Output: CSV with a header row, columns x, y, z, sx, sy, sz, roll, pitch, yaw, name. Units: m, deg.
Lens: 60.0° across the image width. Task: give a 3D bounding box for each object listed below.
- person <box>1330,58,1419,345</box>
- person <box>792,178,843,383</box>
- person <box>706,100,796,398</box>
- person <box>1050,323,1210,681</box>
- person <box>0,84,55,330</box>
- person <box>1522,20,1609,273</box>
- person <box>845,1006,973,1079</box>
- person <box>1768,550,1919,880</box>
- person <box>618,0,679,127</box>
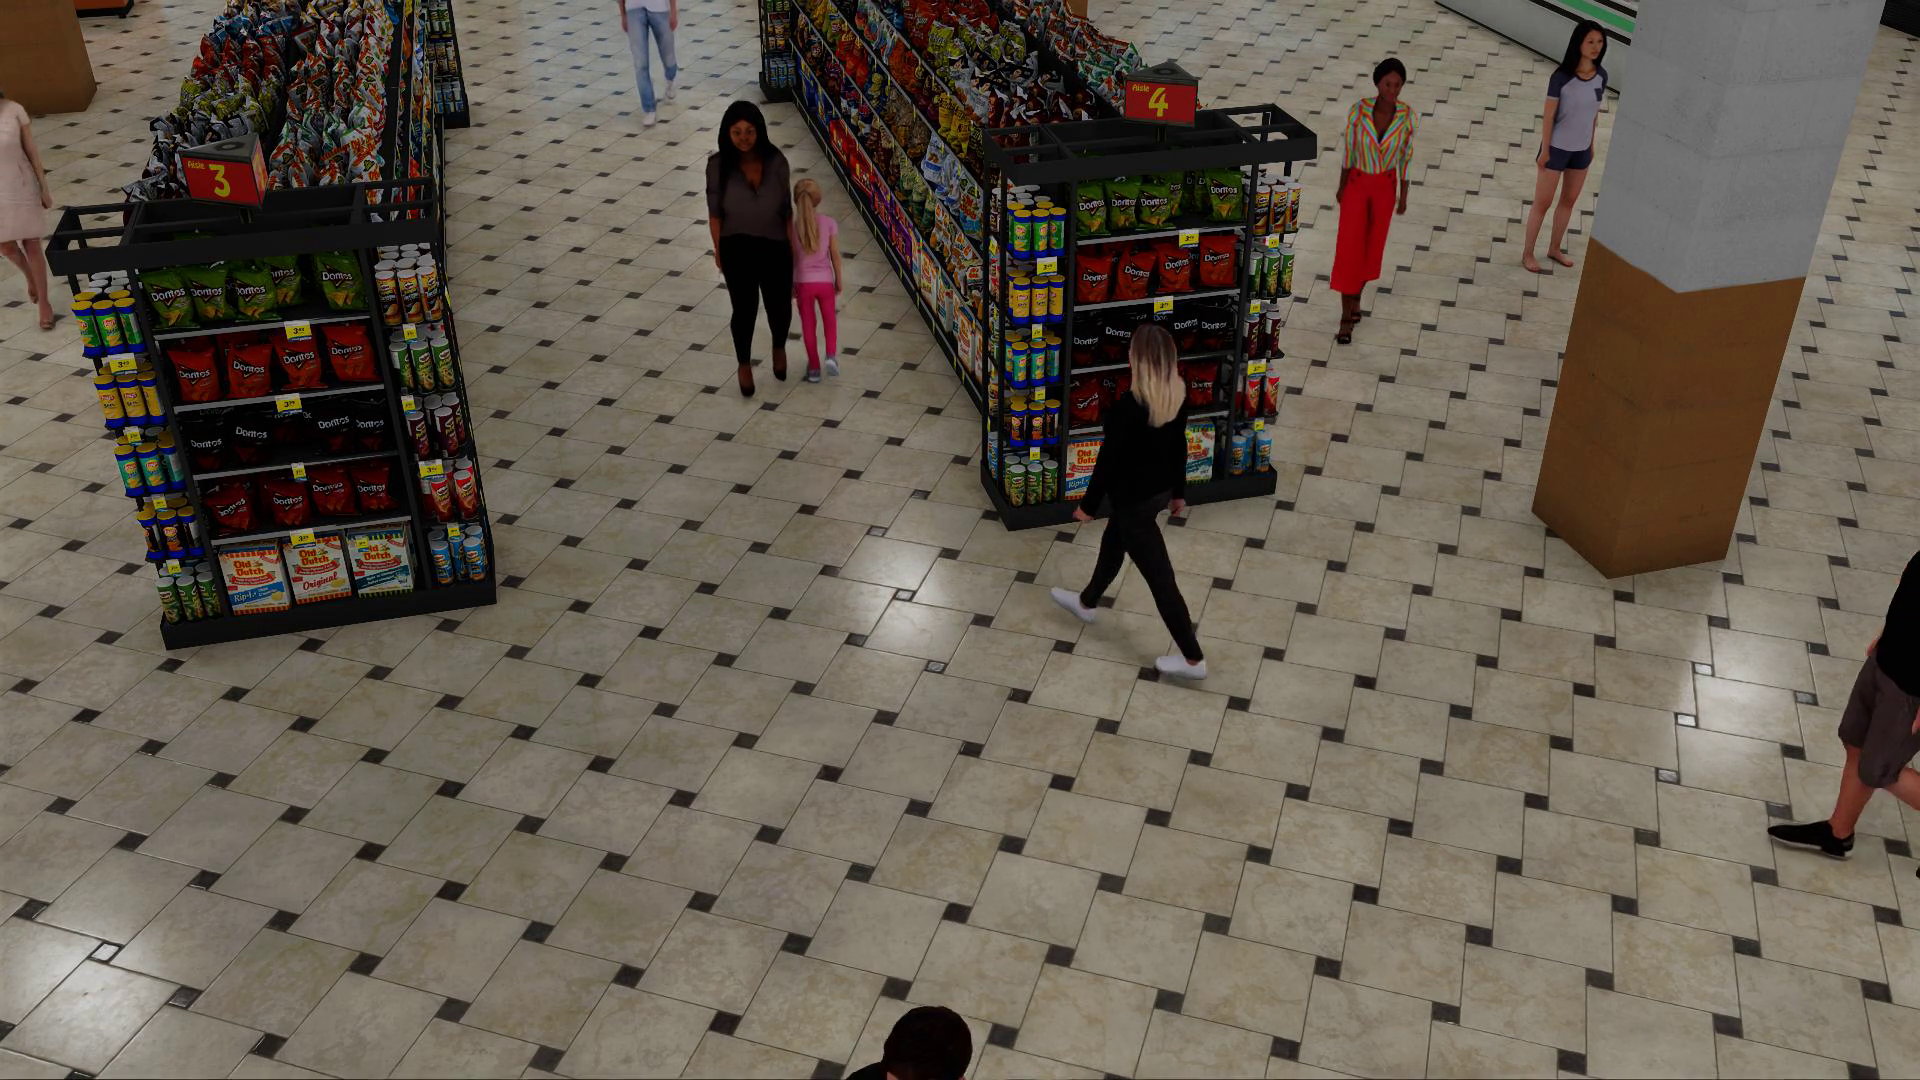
x,y,z,sx,sy,sz,roll,pitch,yaw,name
2.578,-2.170,10.503,0.792,1.763,1.011,3,32,5,person
-0.864,-1.523,9.937,0.471,1.262,0.586,-8,33,-12,person
-1.189,-1.669,9.651,0.641,1.813,0.741,-7,32,-10,person
0.866,-0.103,7.305,1.220,1.633,1.068,23,38,32,person
-6.059,-2.216,10.611,0.662,1.728,0.757,-13,34,-20,person
4.172,-2.706,11.418,0.610,1.706,0.546,-11,34,-17,person
-0.022,1.759,4.129,0.880,1.825,0.924,13,34,20,person
3.616,0.498,6.139,1.005,1.844,1.025,8,33,12,person
-2.661,-4.529,14.226,0.766,1.837,1.042,-2,32,-3,person
